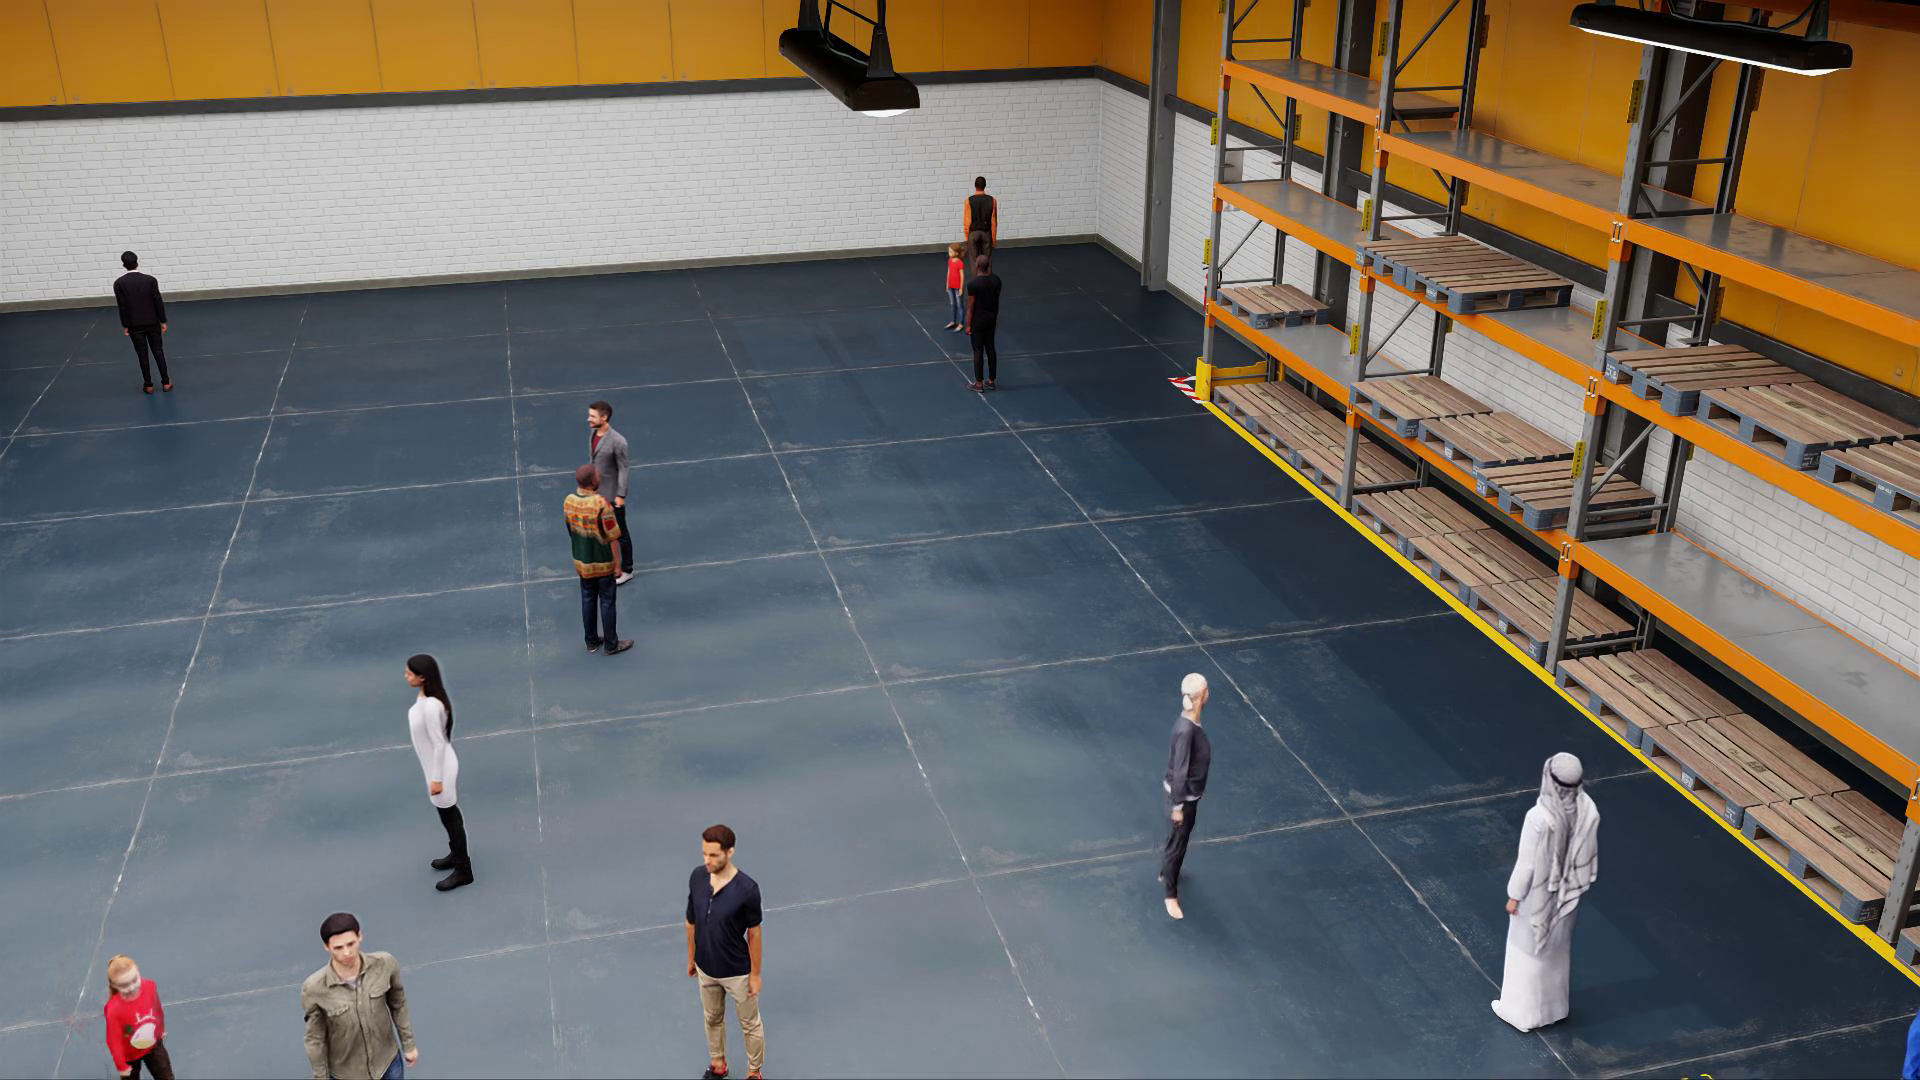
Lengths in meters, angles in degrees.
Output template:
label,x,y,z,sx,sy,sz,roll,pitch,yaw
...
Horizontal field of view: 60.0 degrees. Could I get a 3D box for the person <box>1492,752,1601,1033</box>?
label,x,y,z,sx,sy,sz,roll,pitch,yaw
person,3.613,2.166,10.235,0.698,1.925,0.619,-8,25,-17

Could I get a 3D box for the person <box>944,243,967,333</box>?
label,x,y,z,sx,sy,sz,roll,pitch,yaw
person,-0.047,-3.737,24.508,0.610,1.309,0.522,-19,30,-37

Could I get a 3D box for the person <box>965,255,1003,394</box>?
label,x,y,z,sx,sy,sz,roll,pitch,yaw
person,0.308,-2.849,21.839,0.731,1.820,0.681,-15,28,-31

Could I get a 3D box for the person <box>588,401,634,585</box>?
label,x,y,z,sx,sy,sz,roll,pitch,yaw
person,-3.462,-0.488,16.370,0.739,1.874,0.846,20,31,38

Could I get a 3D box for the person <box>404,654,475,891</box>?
label,x,y,z,sx,sy,sz,roll,pitch,yaw
person,-3.642,1.608,11.658,0.685,1.807,0.468,-8,25,-18

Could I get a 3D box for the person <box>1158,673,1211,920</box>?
label,x,y,z,sx,sy,sz,roll,pitch,yaw
person,1.508,1.762,11.446,0.891,1.695,0.714,12,26,25

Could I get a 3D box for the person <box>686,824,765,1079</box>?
label,x,y,z,sx,sy,sz,roll,pitch,yaw
person,-1.356,2.452,9.661,0.706,1.859,0.722,8,25,18

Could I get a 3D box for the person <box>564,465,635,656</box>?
label,x,y,z,sx,sy,sz,roll,pitch,yaw
person,-3.277,0.172,14.941,0.822,1.808,0.871,11,26,23

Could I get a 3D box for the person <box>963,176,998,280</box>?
label,x,y,z,sx,sy,sz,roll,pitch,yaw
person,0.314,-4.739,26.052,0.716,1.907,0.624,-4,24,-9

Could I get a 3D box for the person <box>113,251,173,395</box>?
label,x,y,z,sx,sy,sz,roll,pitch,yaw
person,-10.699,-2.858,21.778,0.747,1.884,0.643,-12,27,-26

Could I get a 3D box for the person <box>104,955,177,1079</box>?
label,x,y,z,sx,sy,sz,roll,pitch,yaw
person,-4.702,2.873,9.464,0.962,1.246,0.905,11,26,23

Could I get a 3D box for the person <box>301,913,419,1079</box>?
label,x,y,z,sx,sy,sz,roll,pitch,yaw
person,-3.186,2.784,8.896,0.783,1.865,0.727,-17,29,-33
